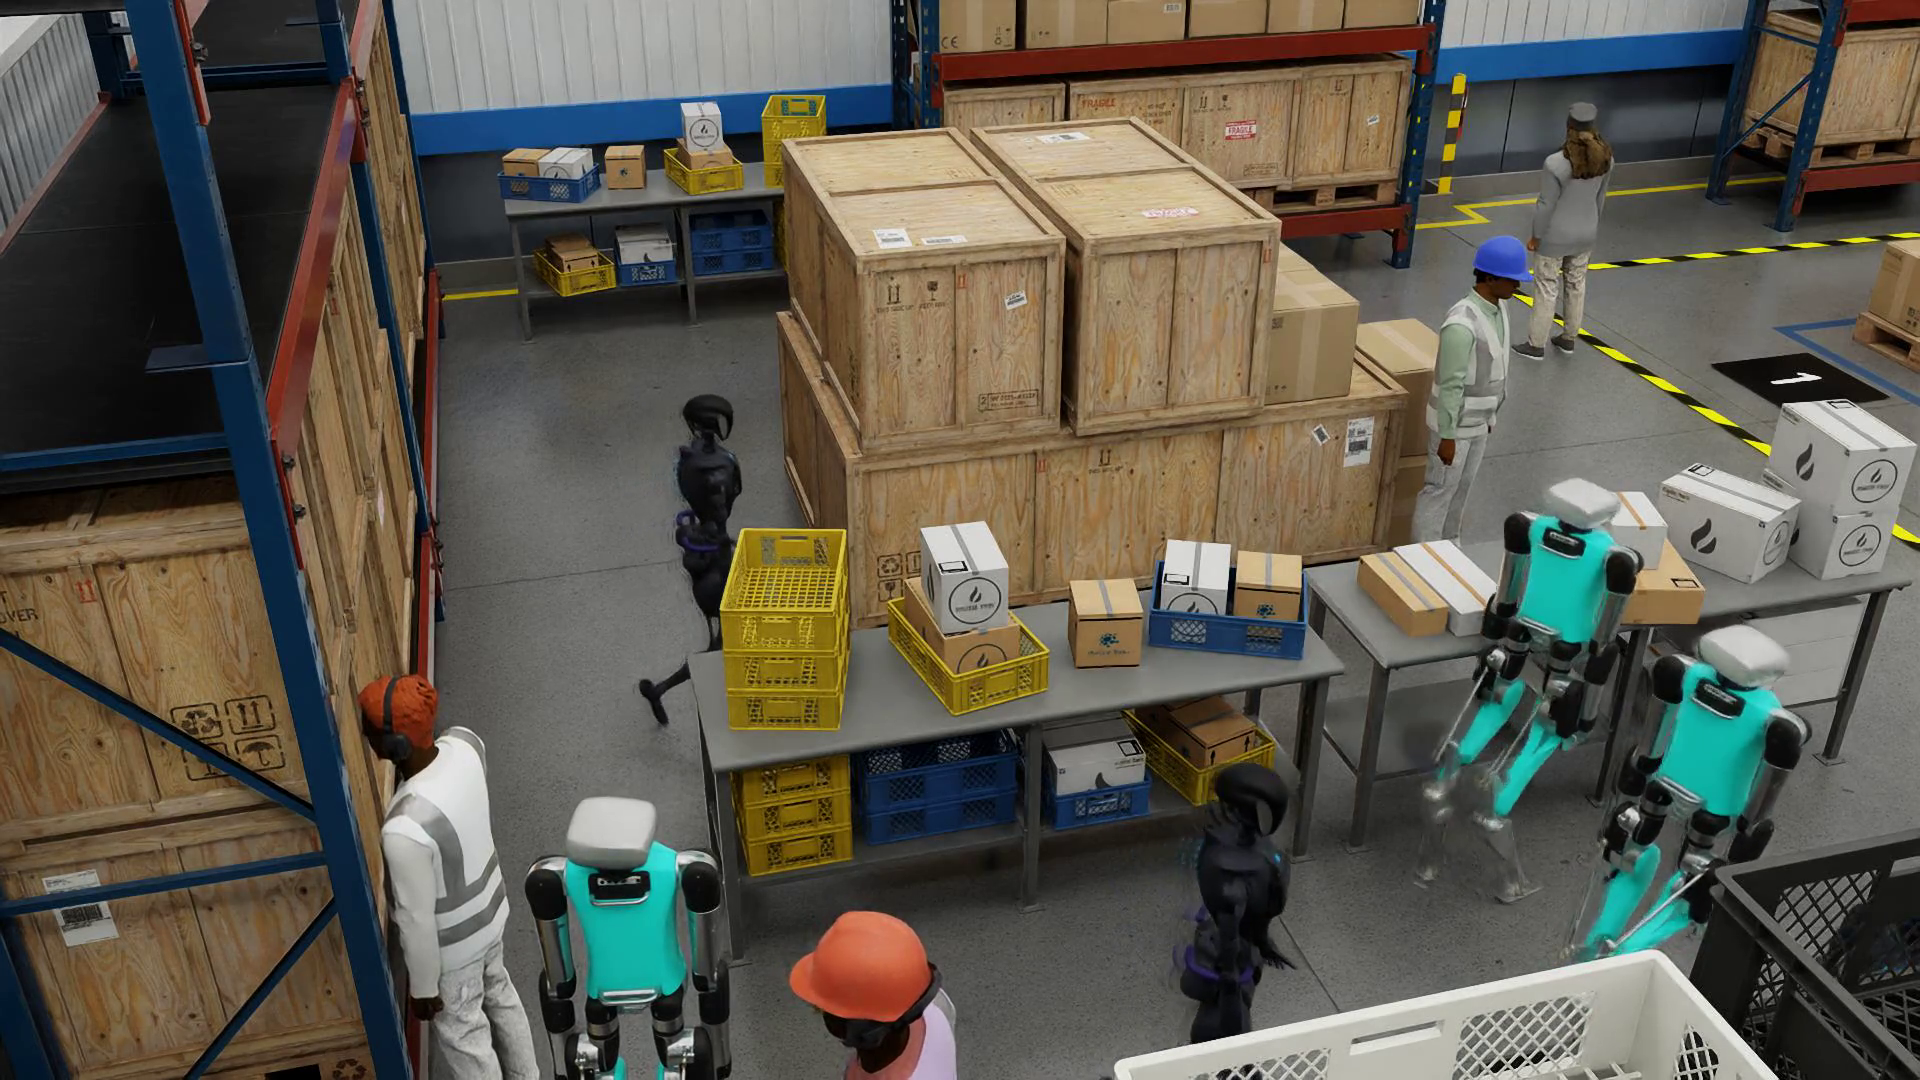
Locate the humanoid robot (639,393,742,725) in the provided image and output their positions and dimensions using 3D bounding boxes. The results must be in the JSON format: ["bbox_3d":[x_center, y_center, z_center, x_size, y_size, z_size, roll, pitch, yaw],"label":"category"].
[{"bbox_3d":[-1.191,0.077,7.548,0.664,1.632,0.605,-8,30,-15],"label":"humanoid robot"}]

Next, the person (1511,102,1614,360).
[{"bbox_3d":[4.134,-2.098,11.370,0.572,1.764,0.401,-12,31,-20],"label":"person"}]

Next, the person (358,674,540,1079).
[{"bbox_3d":[-1.594,1.221,5.233,0.338,1.877,0.570,3,29,5],"label":"person"}]

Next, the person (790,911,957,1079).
[{"bbox_3d":[-0.190,1.733,4.133,0.385,2.045,0.605,5,29,9],"label":"person"}]

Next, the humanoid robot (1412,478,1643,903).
[{"bbox_3d":[2.094,0.683,6.381,0.799,1.791,0.536,-24,37,-37],"label":"humanoid robot"}]

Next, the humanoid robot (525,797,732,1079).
[{"bbox_3d":[-0.905,1.573,4.635,0.530,1.696,0.746,-2,29,-3],"label":"humanoid robot"}]

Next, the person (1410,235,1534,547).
[{"bbox_3d":[2.599,-0.628,8.529,0.412,1.939,0.602,20,35,32],"label":"person"}]

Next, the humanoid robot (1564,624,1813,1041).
[{"bbox_3d":[2.273,1.123,5.535,0.970,1.719,0.534,-16,33,-27],"label":"humanoid robot"}]

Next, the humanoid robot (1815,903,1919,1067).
[{"bbox_3d":[2.665,1.567,4.820,0.535,1.633,0.590,-7,30,-13],"label":"humanoid robot"}]

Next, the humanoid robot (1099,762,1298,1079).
[{"bbox_3d":[0.803,1.369,5.222,0.738,1.655,0.590,9,30,16],"label":"humanoid robot"}]
